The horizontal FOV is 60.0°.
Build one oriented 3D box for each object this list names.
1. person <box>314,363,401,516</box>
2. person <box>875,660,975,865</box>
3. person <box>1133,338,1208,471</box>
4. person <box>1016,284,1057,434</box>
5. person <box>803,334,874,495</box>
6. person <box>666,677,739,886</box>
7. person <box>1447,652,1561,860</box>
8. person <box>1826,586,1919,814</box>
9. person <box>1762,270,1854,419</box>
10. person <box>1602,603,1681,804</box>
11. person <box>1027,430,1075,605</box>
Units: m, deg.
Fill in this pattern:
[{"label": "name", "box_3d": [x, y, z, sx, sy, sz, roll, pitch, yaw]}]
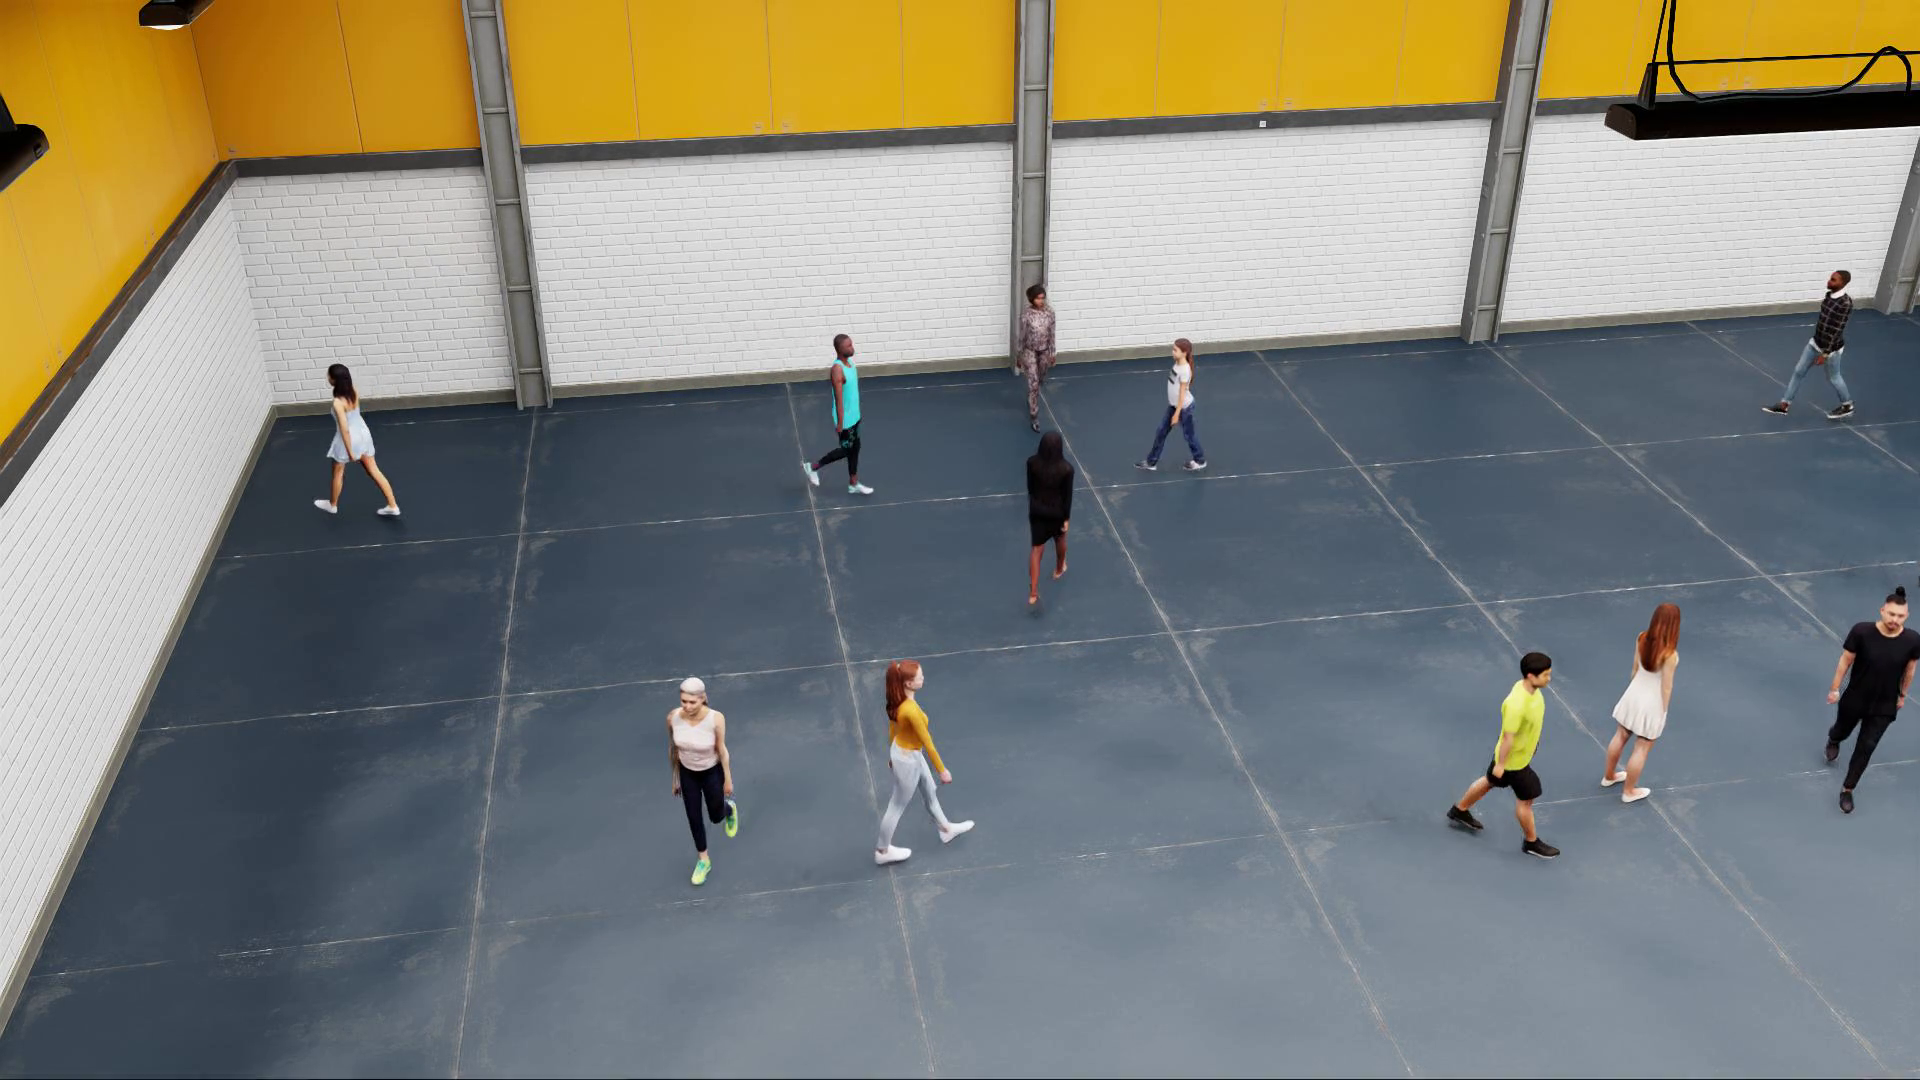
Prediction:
[{"label": "person", "box_3d": [-6.084, -0.977, 16.892, 1.201, 1.680, 0.895, 6, 29, 11]}, {"label": "person", "box_3d": [-0.462, 1.655, 12.028, 1.059, 1.717, 0.681, -9, 30, -16]}, {"label": "person", "box_3d": [2.437, -1.420, 17.875, 1.032, 1.517, 0.558, -6, 29, -10]}, {"label": "person", "box_3d": [0.859, -2.128, 18.994, 1.039, 1.688, 0.670, -6, 29, -11]}, {"label": "person", "box_3d": [-1.282, -1.296, 17.360, 1.042, 1.792, 0.814, 5, 29, 9]}, {"label": "person", "box_3d": [-1.841, 1.657, 12.056, 0.929, 1.687, 0.866, 6, 29, 11]}, {"label": "person", "box_3d": [4.011, 1.546, 12.280, 1.175, 1.666, 1.037, 14, 32, 24]}, {"label": "person", "box_3d": [7.004, 1.148, 12.825, 1.138, 1.844, 1.094, 11, 30, 19]}, {"label": "person", "box_3d": [10.018, -2.192, 19.024, 1.278, 1.770, 0.798, -1, 29, -2]}, {"label": "person", "box_3d": [5.268, 1.242, 12.793, 0.566, 1.709, 0.586, -9, 30, -17]}, {"label": "person", "box_3d": [0.785, -0.193, 15.456, 1.190, 1.680, 1.002, 7, 29, 12]}]
